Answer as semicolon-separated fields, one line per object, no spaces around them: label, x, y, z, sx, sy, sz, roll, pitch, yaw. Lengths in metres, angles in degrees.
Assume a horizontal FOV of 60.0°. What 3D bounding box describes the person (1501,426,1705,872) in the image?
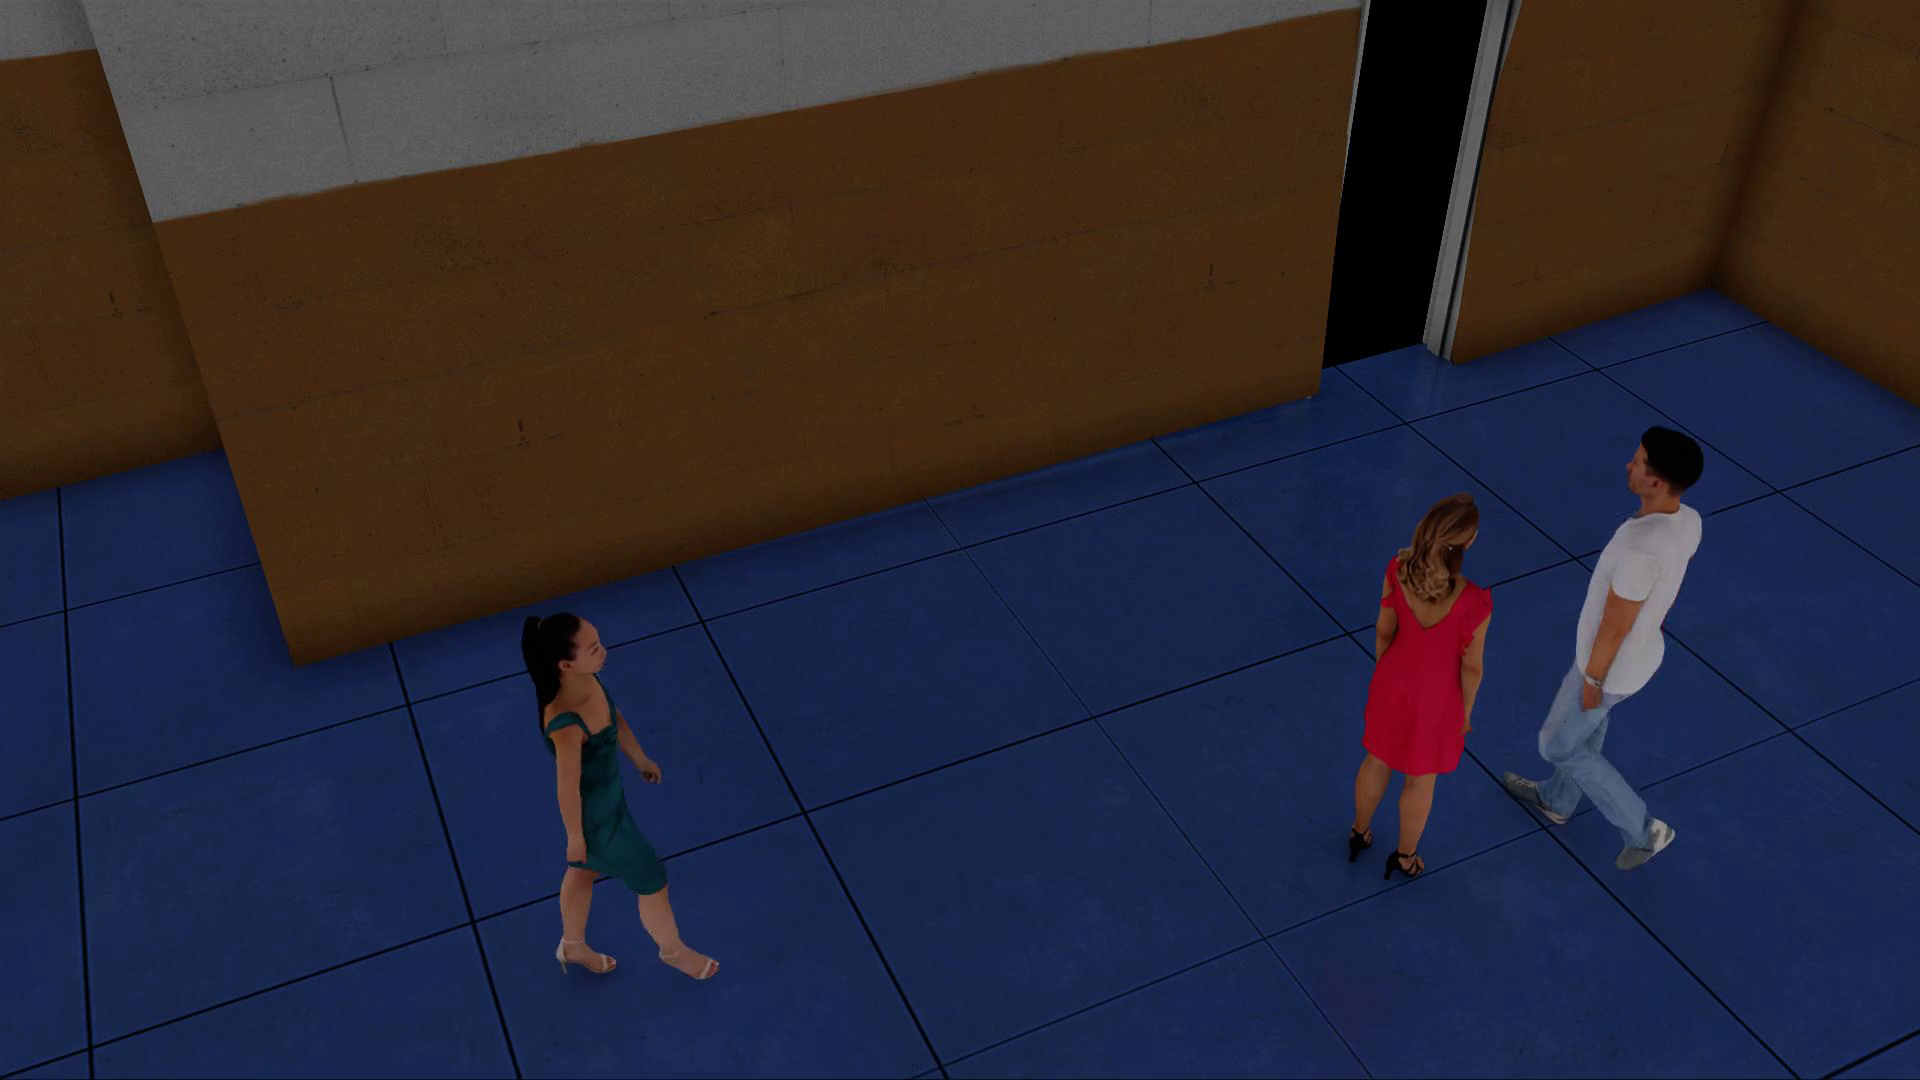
person;2.462;0.452;6.063;1.059;1.840;0.884;28;45;32

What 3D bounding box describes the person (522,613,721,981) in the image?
person;-1.310;0.913;5.595;0.749;1.665;0.811;-5;37;-7

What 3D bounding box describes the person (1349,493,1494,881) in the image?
person;1.651;0.556;6.018;0.595;1.729;0.706;29;45;33
